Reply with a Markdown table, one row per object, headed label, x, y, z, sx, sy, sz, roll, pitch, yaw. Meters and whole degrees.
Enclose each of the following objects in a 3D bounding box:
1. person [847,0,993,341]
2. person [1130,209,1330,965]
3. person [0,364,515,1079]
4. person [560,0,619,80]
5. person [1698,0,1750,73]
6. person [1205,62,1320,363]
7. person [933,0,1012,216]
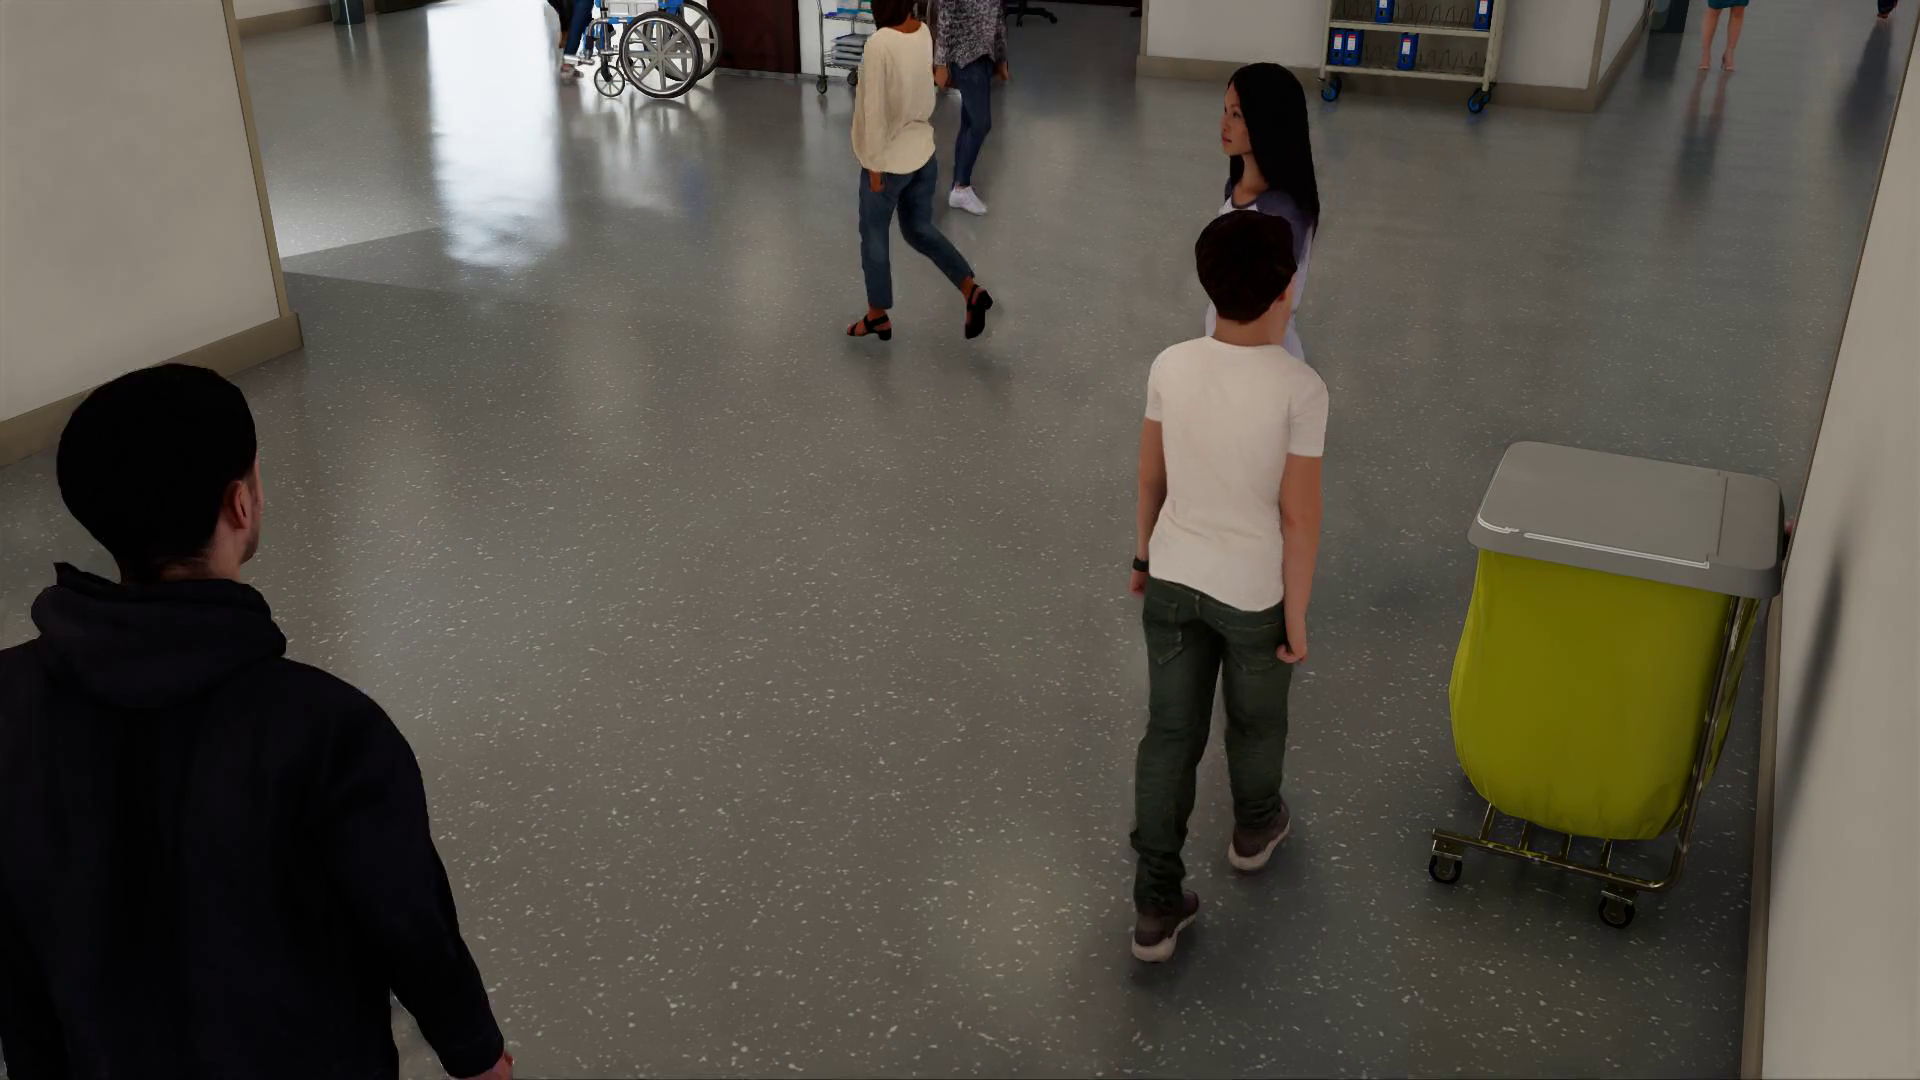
| label | x | y | z | sx | sy | sz | roll | pitch | yaw |
| --- | --- | --- | --- | --- | --- | --- | --- | --- | --- |
| person | -0.193 | -1.609 | 7.118 | 1.017 | 1.657 | 0.749 | 18 | 31 | 33 |
| person | 0.518 | 0.148 | 3.512 | 0.914 | 1.625 | 0.669 | 13 | 29 | 25 |
| person | -0.902 | 0.761 | 1.979 | 1.061 | 1.854 | 0.911 | 4 | 26 | 9 |
| person | -3.012 | -4.320 | 12.997 | 0.946 | 1.434 | 0.634 | 13 | 29 | 25 |
| person | 6.208 | -4.607 | 13.360 | 0.511 | 1.636 | 0.665 | 3 | 26 | 5 |
| person | 0.892 | -0.503 | 4.778 | 0.813 | 1.699 | 0.760 | -6 | 26 | -13 |
| person | -0.006 | -2.699 | 9.306 | 0.672 | 1.721 | 0.702 | 17 | 31 | 32 |
